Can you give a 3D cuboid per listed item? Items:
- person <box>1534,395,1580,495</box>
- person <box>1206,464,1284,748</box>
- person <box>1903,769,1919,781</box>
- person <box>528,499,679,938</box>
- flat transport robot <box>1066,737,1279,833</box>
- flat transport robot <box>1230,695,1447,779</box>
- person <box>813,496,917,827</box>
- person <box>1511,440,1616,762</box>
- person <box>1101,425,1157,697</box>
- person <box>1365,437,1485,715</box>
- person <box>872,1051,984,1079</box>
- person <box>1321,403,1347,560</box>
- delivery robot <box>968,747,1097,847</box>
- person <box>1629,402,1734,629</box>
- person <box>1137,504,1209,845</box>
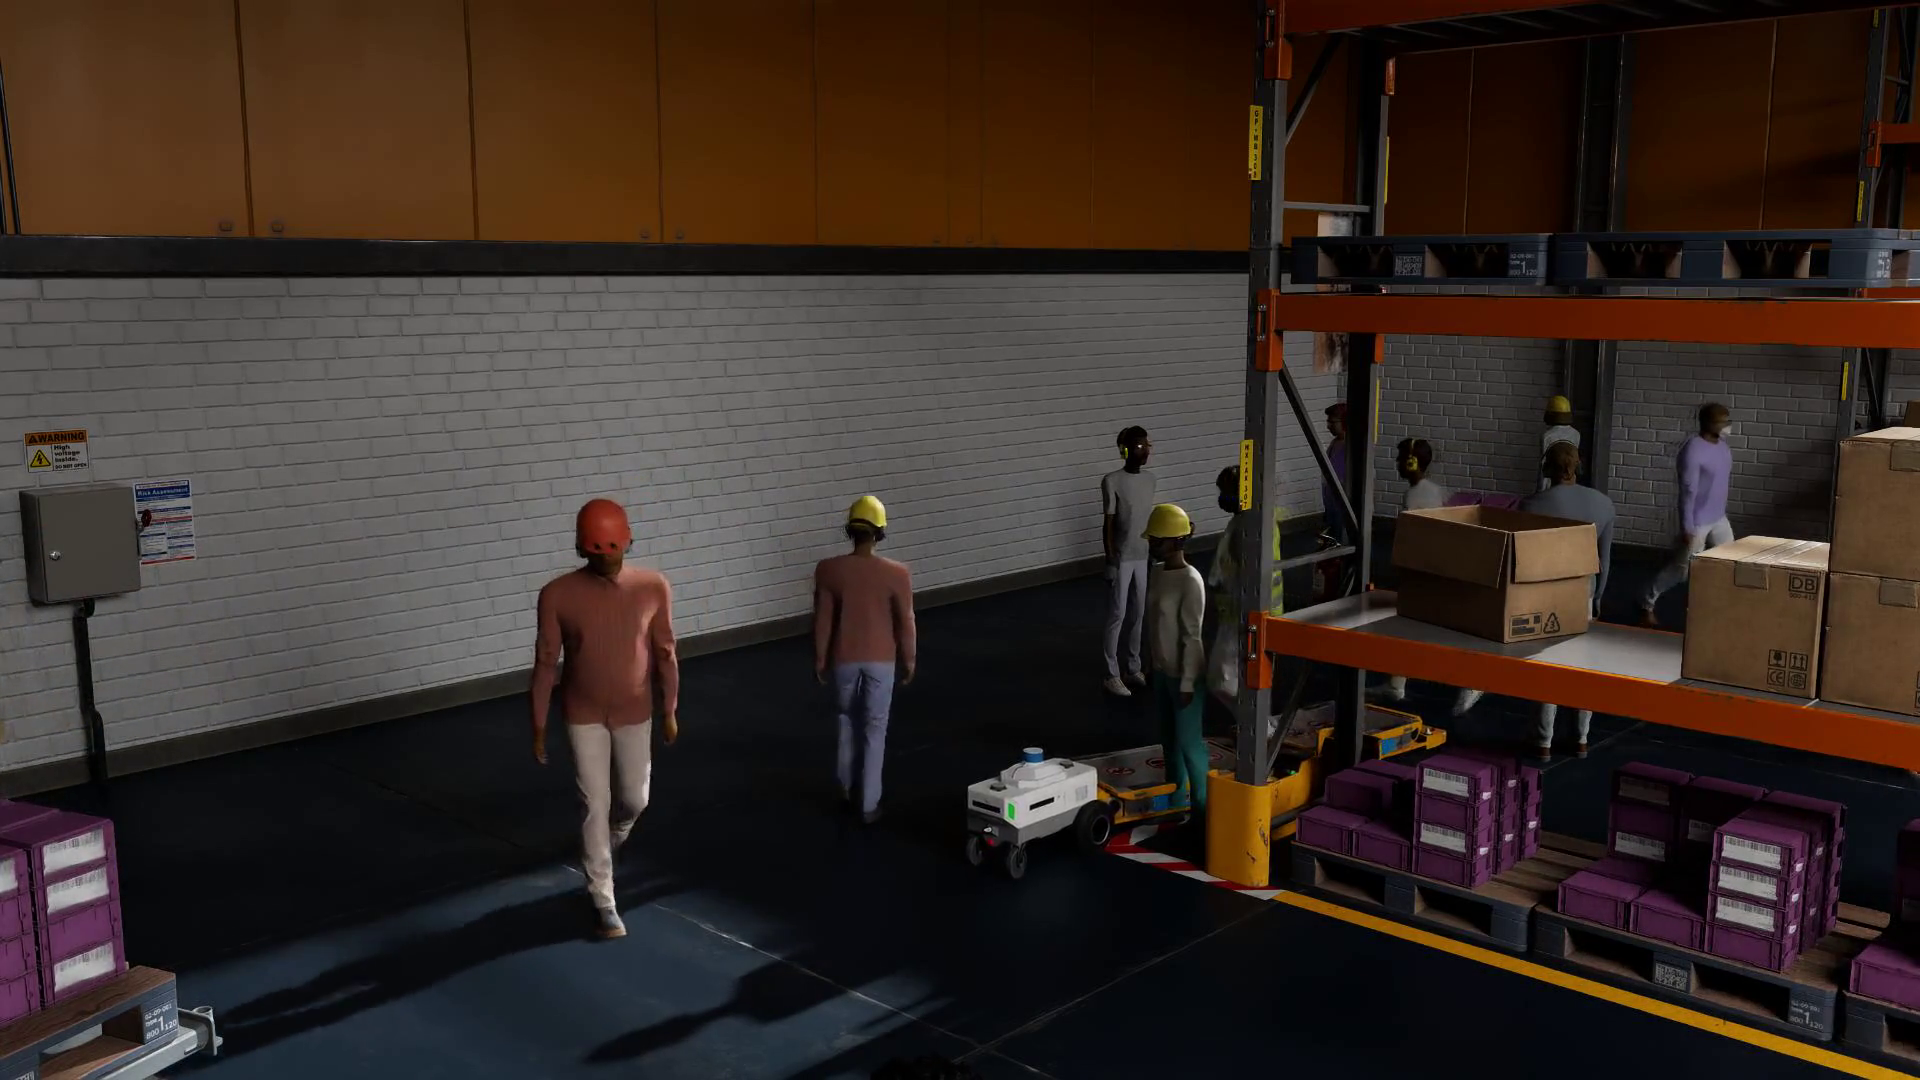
[{"bbox_3d":[5.724,-0.519,16.003,0.487,1.746,0.289,-5,11,-29],"label":"person"},{"bbox_3d":[1.666,0.460,9.747,0.437,1.827,0.660,3,10,19],"label":"person"},{"bbox_3d":[5.771,0.510,9.436,0.539,1.827,0.531,1,9,5],"label":"person"},{"bbox_3d":[-1.628,0.754,7.562,0.674,1.957,0.728,-4,10,-23],"label":"person"},{"bbox_3d":[1.064,1.332,9.159,1.431,0.197,0.652,-5,10,-28],"label":"flat transport robot"},{"bbox_3d":[2.245,1.190,10.025,1.431,0.197,0.652,-8,12,-39],"label":"flat transport robot"},{"bbox_3d":[-0.503,0.637,8.893,0.546,1.748,0.516,1,9,7],"label":"person"},{"bbox_3d":[3.588,0.368,9.981,0.627,1.936,0.376,-2,9,-11],"label":"person"},{"bbox_3d":[1.196,0.139,11.569,0.513,1.877,0.328,-8,12,-41],"label":"person"},{"bbox_3d":[3.144,0.231,11.139,0.839,1.839,0.531,6,11,32],"label":"person"},{"bbox_3d":[-0.025,1.665,2.756,0.320,1.695,0.538,2,10,13],"label":"person"},{"bbox_3d":[3.205,-0.227,13.923,0.390,1.838,0.563,-2,9,-10],"label":"person"},{"bbox_3d":[0.363,1.281,8.314,0.477,0.478,0.707,9,13,43],"label":"delivery robot"},{"bbox_3d":[5.865,-0.156,13.266,0.634,1.912,0.919,-6,11,-33],"label":"person"},{"bbox_3d":[1.087,0.683,8.601,0.357,1.759,0.525,-3,10,-20],"label":"person"}]
